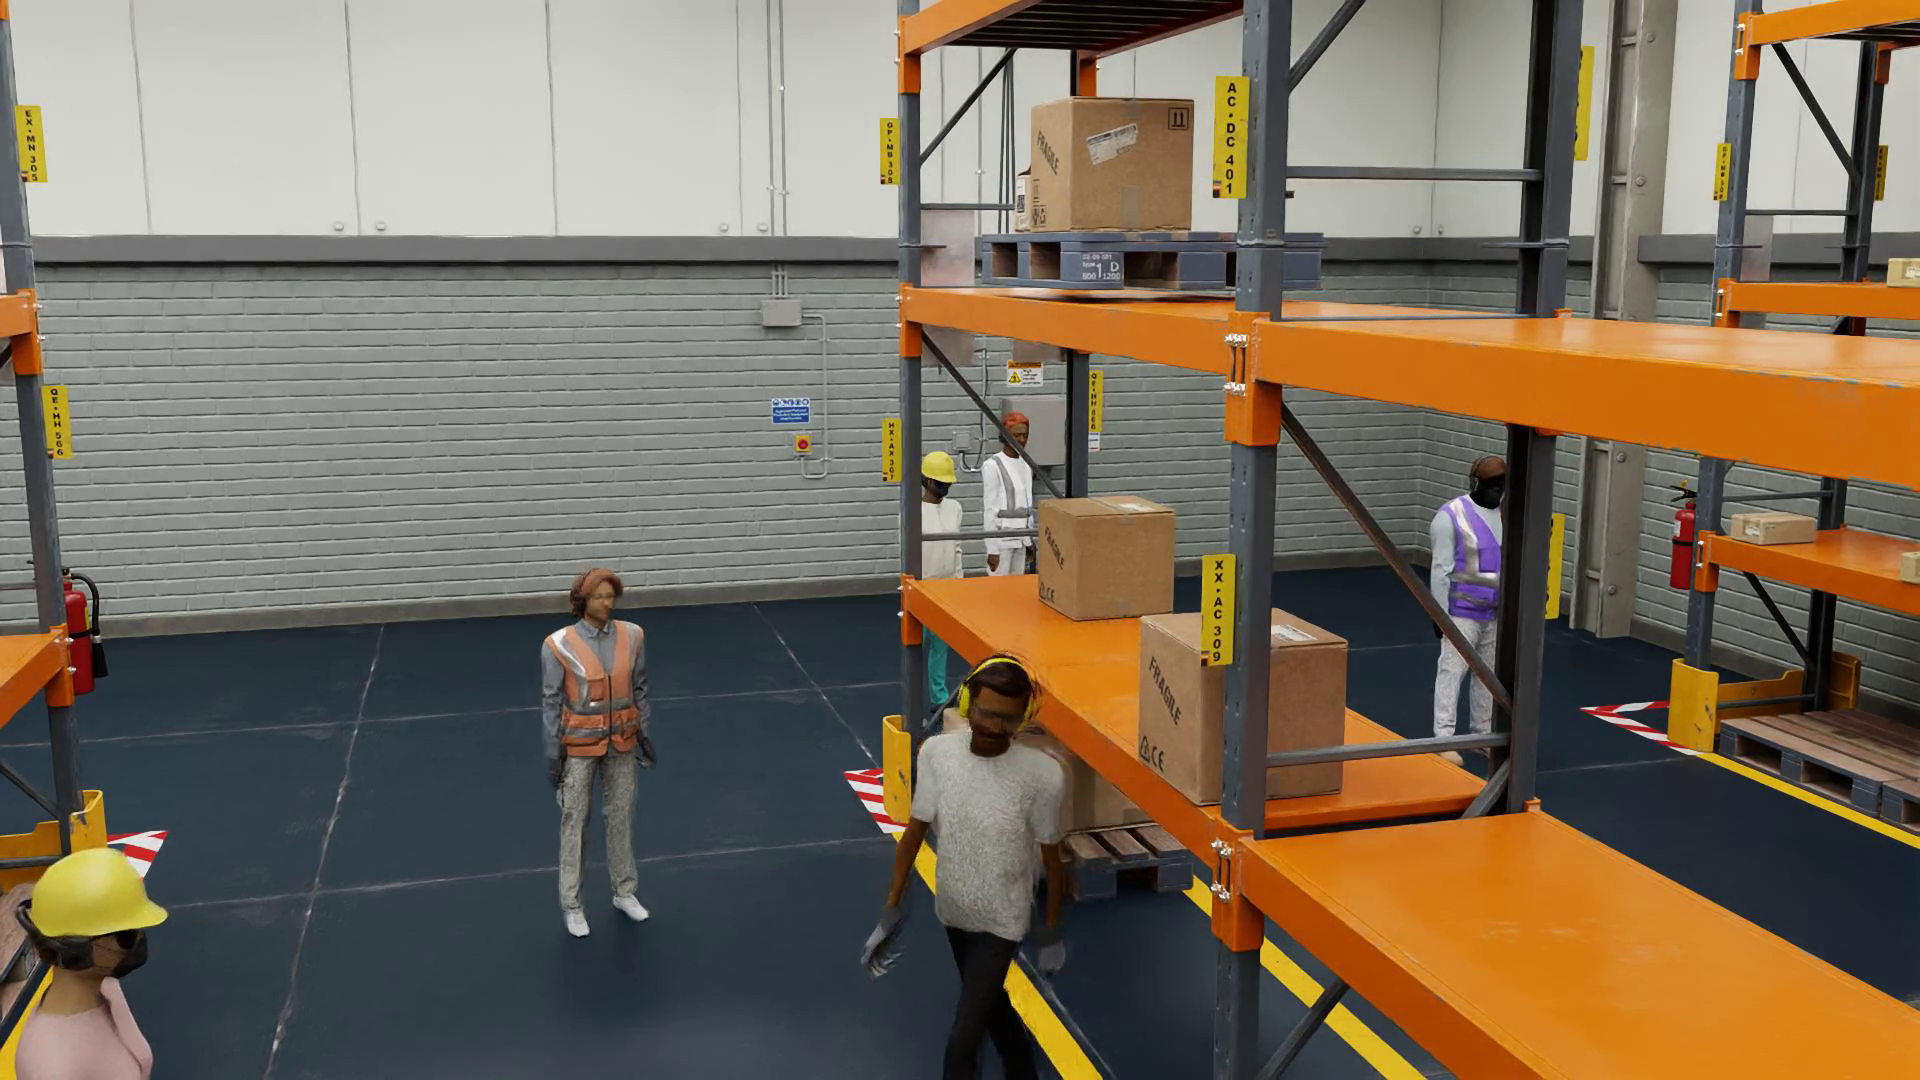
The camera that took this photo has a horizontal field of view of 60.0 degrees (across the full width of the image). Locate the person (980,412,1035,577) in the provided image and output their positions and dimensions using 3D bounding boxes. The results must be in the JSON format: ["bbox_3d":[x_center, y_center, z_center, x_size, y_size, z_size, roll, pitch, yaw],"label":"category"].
[{"bbox_3d":[0.355,0.025,11.881,0.361,1.882,0.575,6,12,31],"label":"person"}]

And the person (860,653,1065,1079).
[{"bbox_3d":[0.066,1.224,5.304,0.546,1.806,1.018,7,12,33],"label":"person"}]

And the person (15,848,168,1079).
[{"bbox_3d":[-1.879,1.529,3.674,0.344,1.758,0.527,-3,10,-16],"label":"person"}]

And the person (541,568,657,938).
[{"bbox_3d":[-1.619,0.932,7.418,0.538,1.635,0.315,-8,13,-40],"label":"person"}]

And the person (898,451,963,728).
[{"bbox_3d":[-0.166,0.307,10.624,0.522,1.763,0.319,-10,14,-44],"label":"person"}]

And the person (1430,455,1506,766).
[{"bbox_3d":[3.058,0.414,9.788,0.633,1.839,0.429,-4,11,-20],"label":"person"}]
